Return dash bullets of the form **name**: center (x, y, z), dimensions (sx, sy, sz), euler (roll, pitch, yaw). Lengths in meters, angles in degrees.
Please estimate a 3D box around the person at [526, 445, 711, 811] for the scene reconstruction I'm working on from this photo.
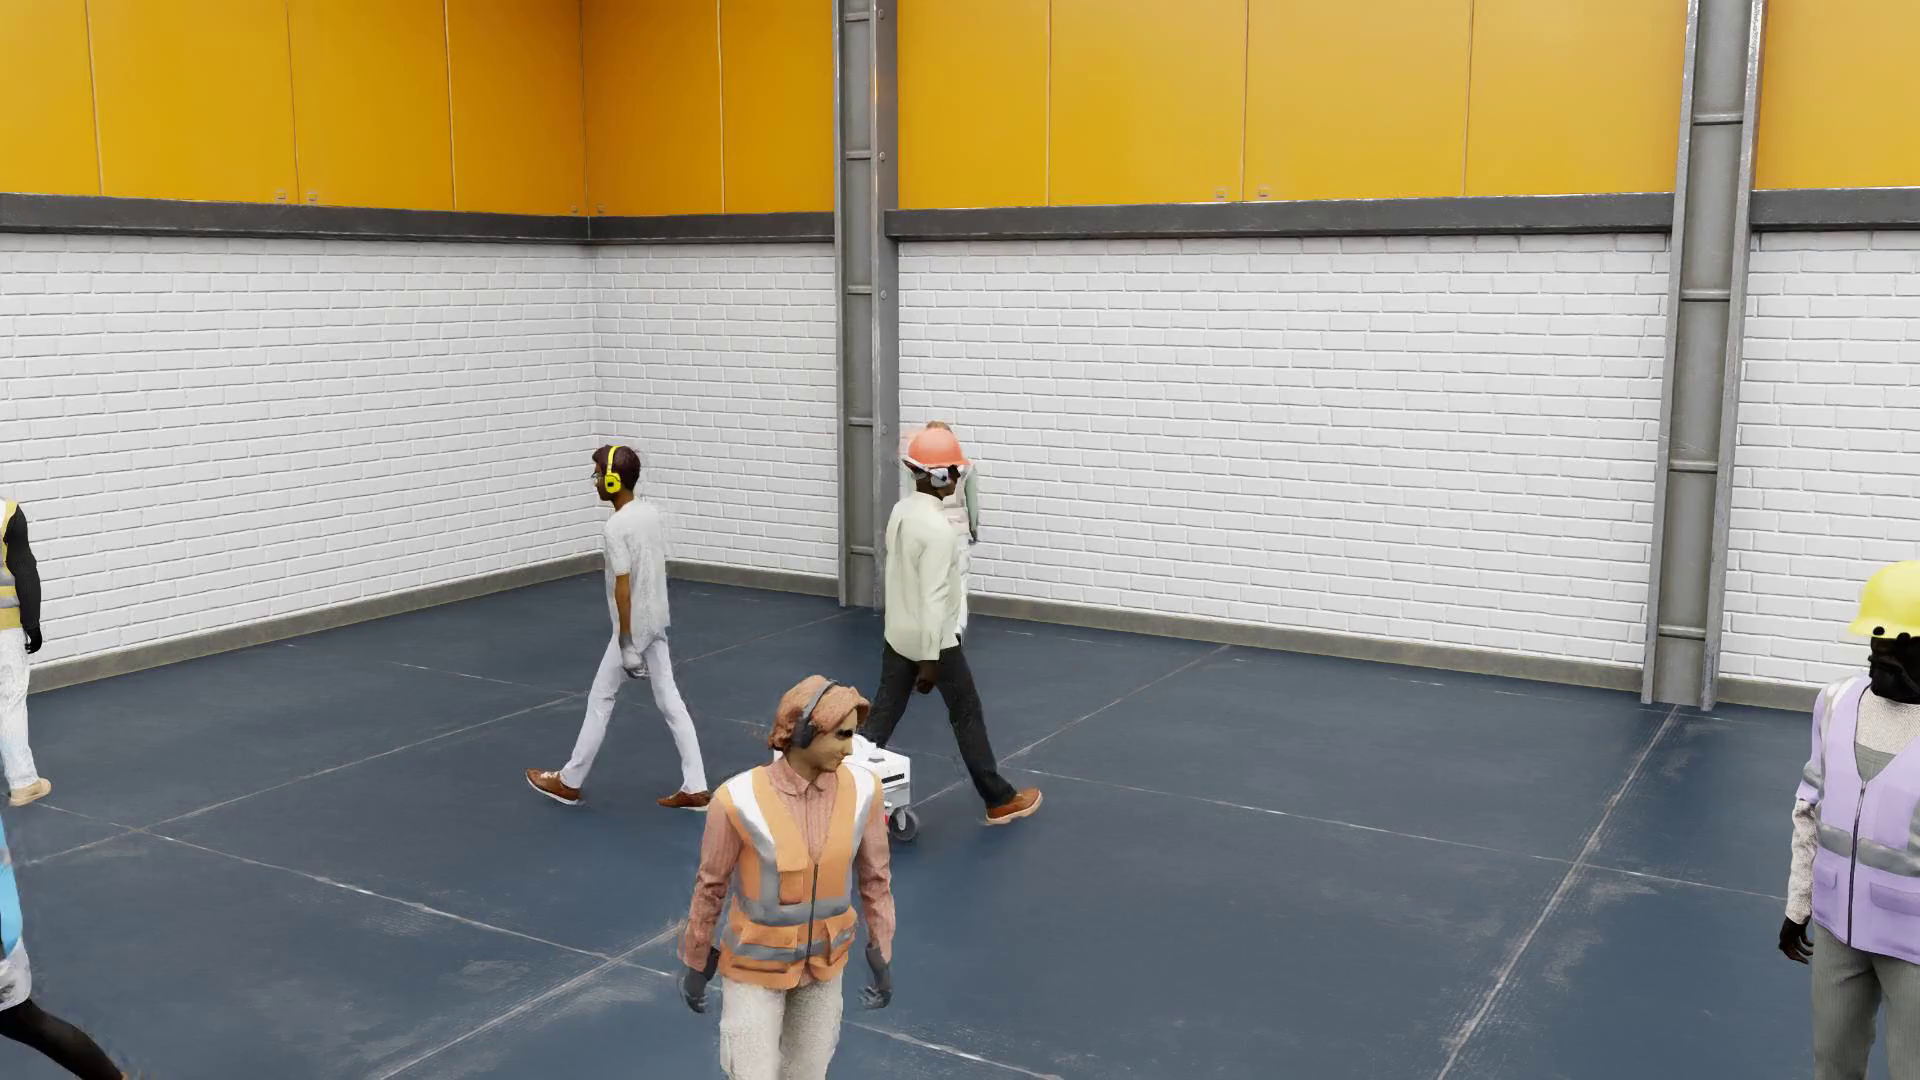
- **person**: center (-1.663, 0.438, 8.193), dimensions (0.976, 1.819, 0.540), euler (3, 10, 20)

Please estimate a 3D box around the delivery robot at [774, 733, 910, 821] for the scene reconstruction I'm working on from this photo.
- **delivery robot**: center (-0.556, 1.078, 7.821), dimensions (0.477, 0.478, 0.707), euler (-8, 12, -42)

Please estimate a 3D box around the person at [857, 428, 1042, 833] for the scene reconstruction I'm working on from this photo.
- **person**: center (-0.148, 0.439, 7.827), dimensions (1.070, 1.941, 0.612), euler (-5, 10, -27)

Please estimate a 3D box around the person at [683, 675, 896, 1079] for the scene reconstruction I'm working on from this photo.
- **person**: center (-0.448, 1.138, 4.442), dimensions (0.535, 1.606, 0.439), euler (-6, 11, -32)

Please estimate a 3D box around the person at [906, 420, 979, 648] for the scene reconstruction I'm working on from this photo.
- **person**: center (-0.123, -0.048, 11.844), dimensions (0.526, 1.610, 0.750), euler (0, 9, -1)

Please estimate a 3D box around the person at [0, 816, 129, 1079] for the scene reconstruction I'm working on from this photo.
- **person**: center (-2.754, 1.082, 4.675), dimensions (0.872, 1.662, 0.526), euler (-6, 11, -33)

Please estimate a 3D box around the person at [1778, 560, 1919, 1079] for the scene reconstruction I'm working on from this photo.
- **person**: center (2.406, 1.000, 4.329), dimensions (0.362, 1.928, 0.587), euler (-4, 10, -24)

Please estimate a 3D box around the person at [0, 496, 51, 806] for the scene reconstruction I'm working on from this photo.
- **person**: center (-4.865, 0.420, 8.223), dimensions (0.627, 1.844, 0.429), euler (-2, 9, -12)
